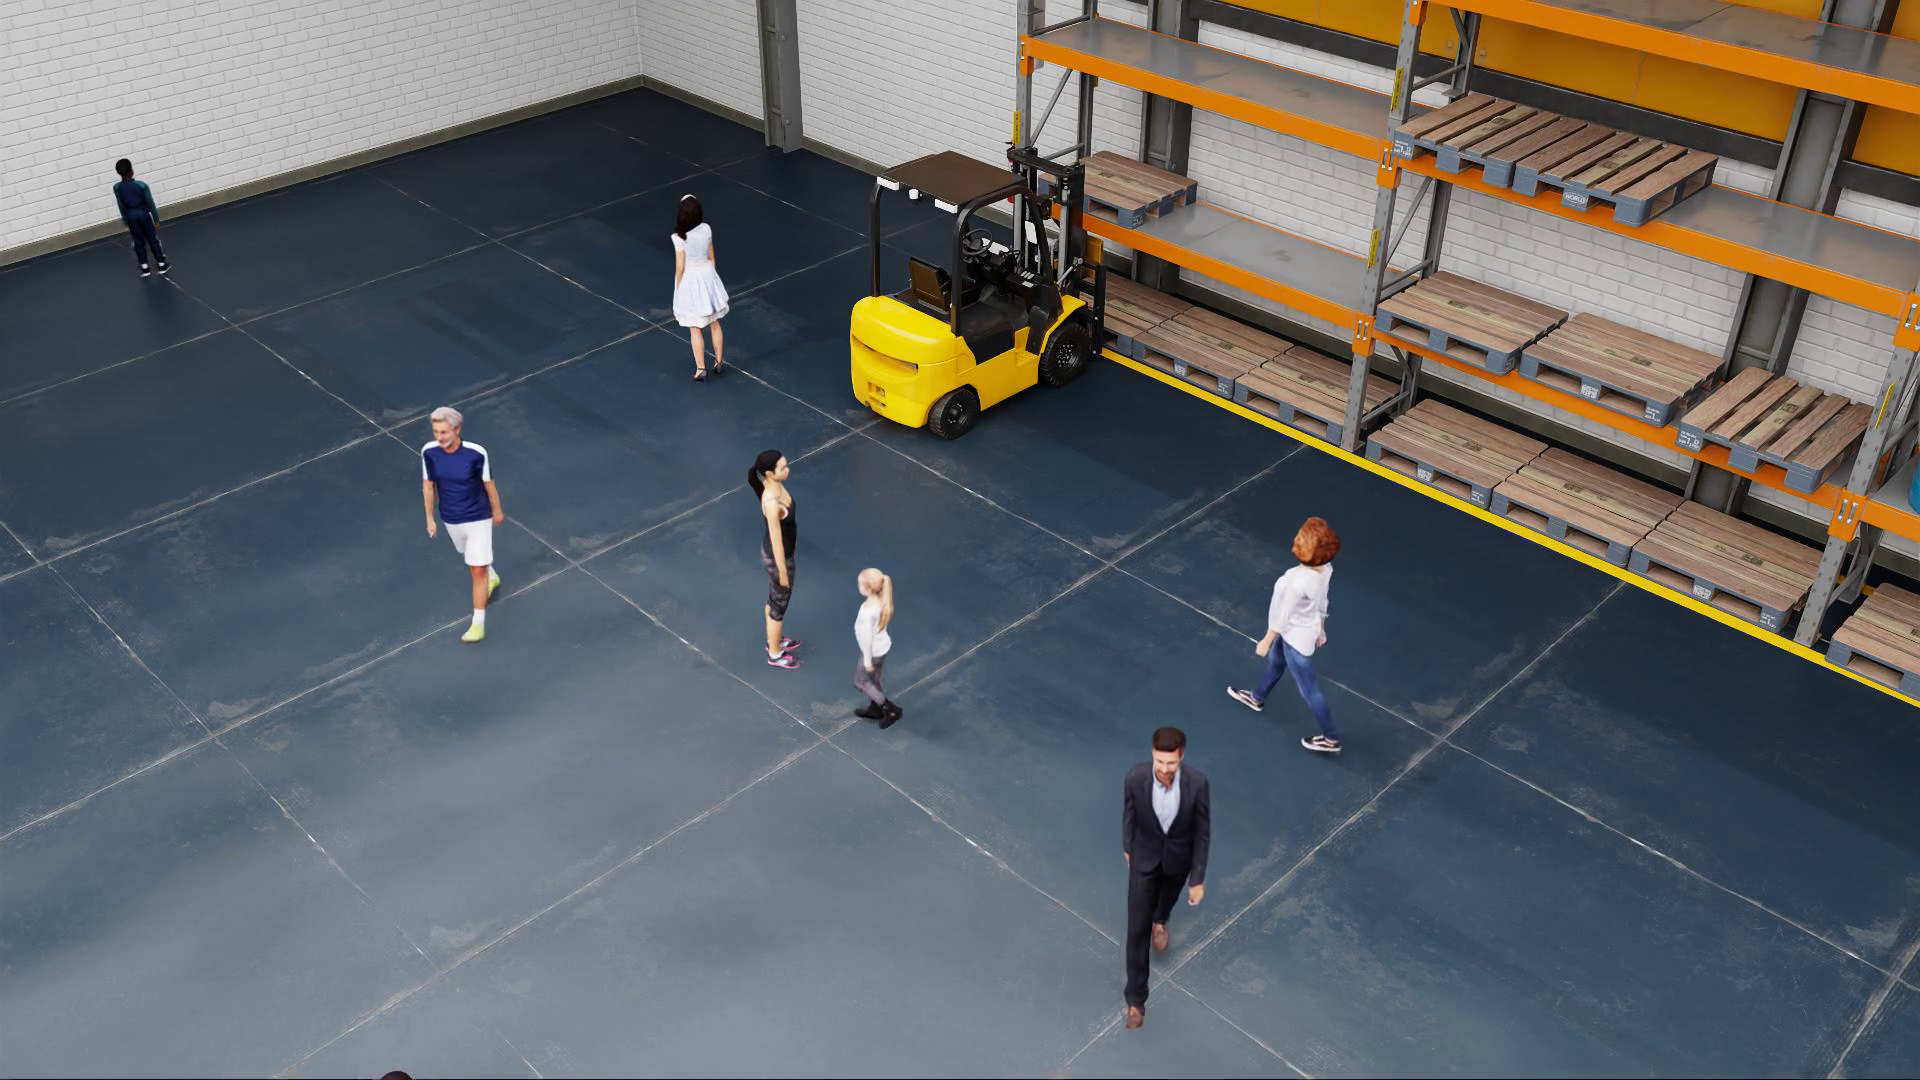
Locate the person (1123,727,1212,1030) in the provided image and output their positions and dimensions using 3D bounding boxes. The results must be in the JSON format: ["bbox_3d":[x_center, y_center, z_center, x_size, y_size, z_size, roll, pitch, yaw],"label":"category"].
[{"bbox_3d":[1.142,1.716,9.267,1.219,1.803,1.202,3,34,5],"label":"person"}]

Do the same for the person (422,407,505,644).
[{"bbox_3d":[-3.589,-0.213,12.187,1.194,1.783,1.168,4,34,6],"label":"person"}]

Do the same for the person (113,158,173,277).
[{"bbox_3d":[-8.623,-3.400,17.458,0.572,1.256,0.595,-9,35,-13],"label":"person"}]

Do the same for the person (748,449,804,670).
[{"bbox_3d":[-1.301,0.116,11.741,0.724,1.728,0.646,-4,34,-5],"label":"person"}]

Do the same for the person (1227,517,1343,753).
[{"bbox_3d":[2.319,0.668,10.964,1.194,1.672,0.823,19,38,26],"label":"person"}]

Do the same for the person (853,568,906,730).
[{"bbox_3d":[-0.524,0.740,11.217,0.712,1.271,0.625,10,35,15],"label":"person"}]

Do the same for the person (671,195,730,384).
[{"bbox_3d":[-2.403,-2.302,15.299,0.733,1.819,0.756,-22,40,-30],"label":"person"}]
